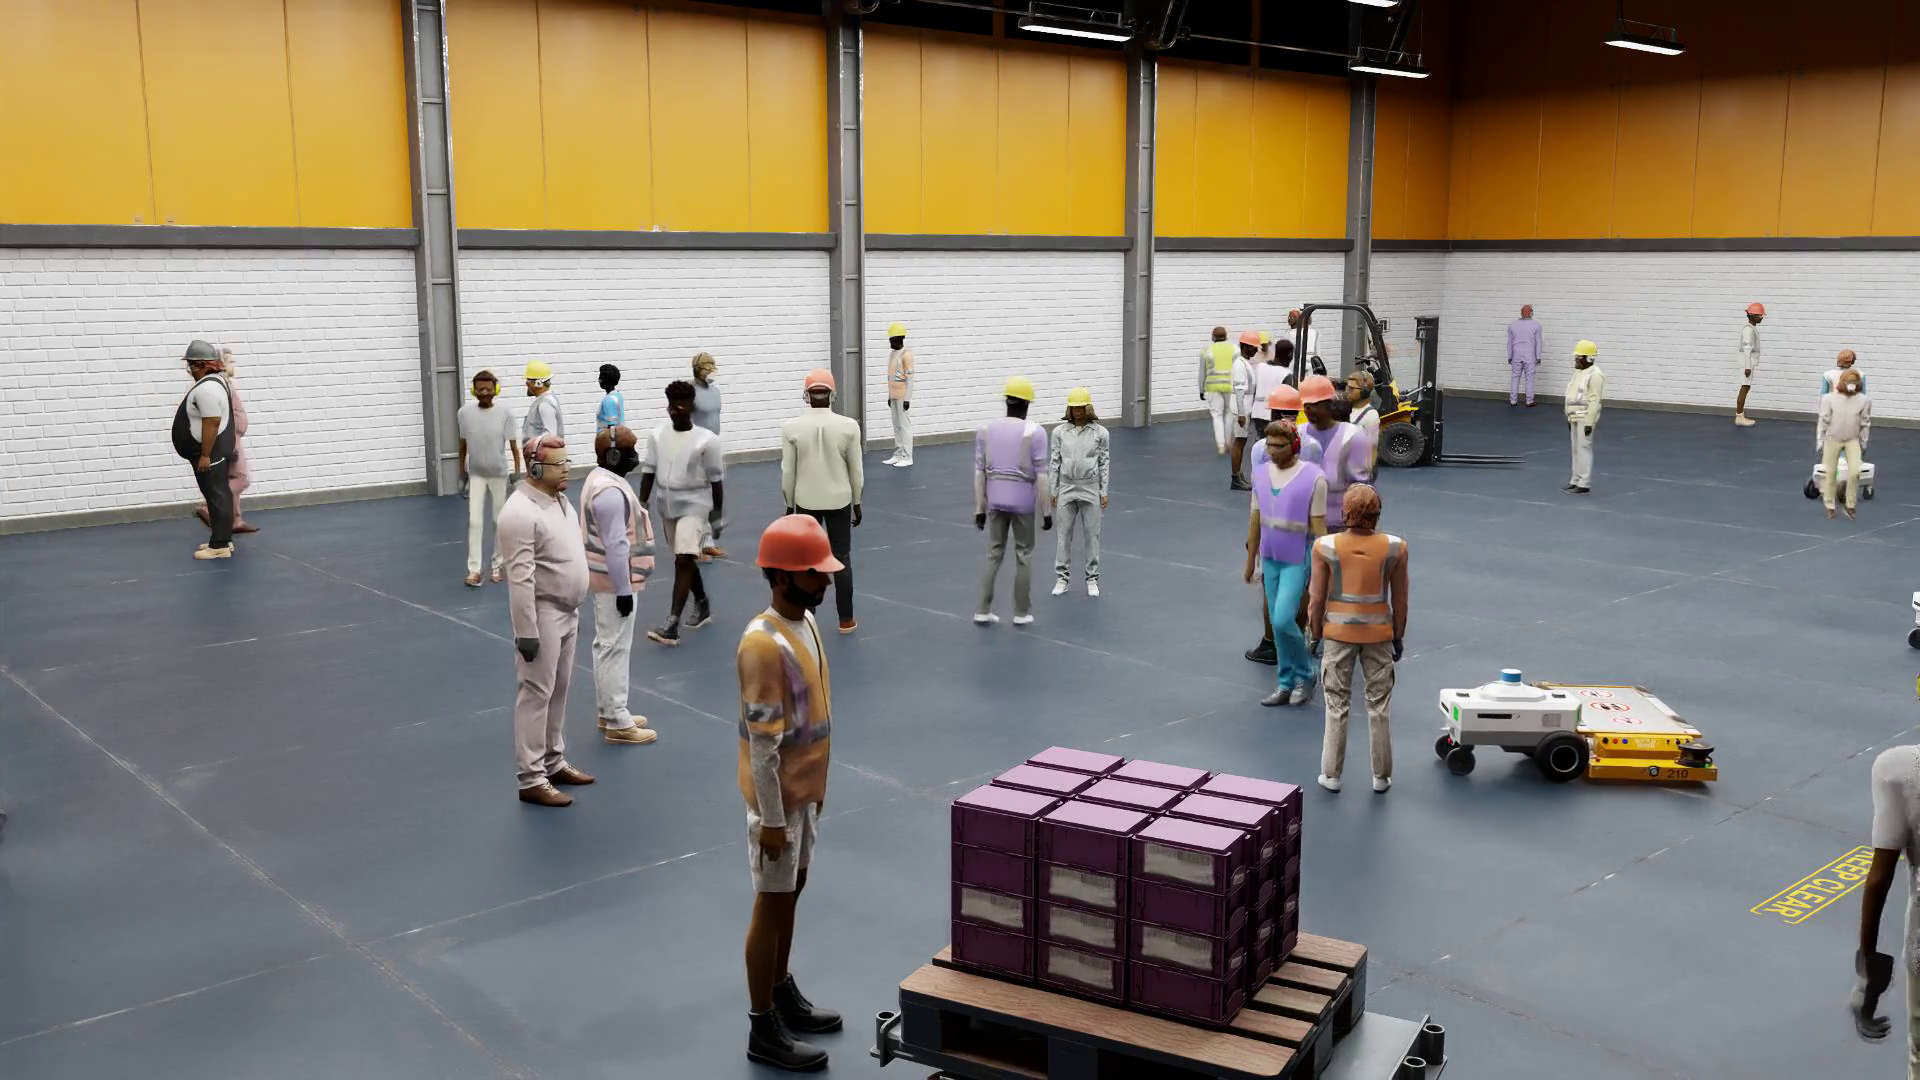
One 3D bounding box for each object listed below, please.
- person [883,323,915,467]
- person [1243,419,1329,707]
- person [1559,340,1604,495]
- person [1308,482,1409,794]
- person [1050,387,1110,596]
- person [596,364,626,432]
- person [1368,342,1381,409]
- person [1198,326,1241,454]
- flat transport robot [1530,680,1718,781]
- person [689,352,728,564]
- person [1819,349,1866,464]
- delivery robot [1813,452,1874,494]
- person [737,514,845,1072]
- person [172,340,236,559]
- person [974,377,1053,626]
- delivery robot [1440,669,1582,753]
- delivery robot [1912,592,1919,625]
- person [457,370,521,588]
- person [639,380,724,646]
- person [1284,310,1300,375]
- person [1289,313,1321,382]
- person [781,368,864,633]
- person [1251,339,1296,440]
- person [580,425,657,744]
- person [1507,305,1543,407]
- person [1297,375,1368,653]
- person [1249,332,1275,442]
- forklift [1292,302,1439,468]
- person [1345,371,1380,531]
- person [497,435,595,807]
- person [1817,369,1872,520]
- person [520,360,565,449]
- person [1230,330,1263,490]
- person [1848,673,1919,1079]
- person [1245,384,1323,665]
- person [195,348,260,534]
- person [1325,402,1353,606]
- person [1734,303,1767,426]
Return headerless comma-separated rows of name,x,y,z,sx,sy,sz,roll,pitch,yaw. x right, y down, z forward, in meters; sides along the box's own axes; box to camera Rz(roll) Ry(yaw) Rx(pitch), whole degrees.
person,-0.825,-1.944,22.304,0.373,1.924,0.594,-5,11,-26
person,2.026,0.153,10.316,0.456,1.818,0.617,-7,12,-36
person,7.361,-1.449,19.678,0.403,1.830,0.595,0,10,0
person,2.076,0.520,8.706,0.515,1.641,0.315,1,10,8
person,0.987,-0.398,13.782,0.493,1.743,0.301,1,10,8
person,-3.642,-0.994,17.412,0.318,1.697,0.533,-1,10,-4
person,6.155,-2.100,24.187,0.737,1.604,0.505,0,10,1
person,3.732,-2.165,23.951,0.637,1.801,0.873,0,10,-1
flat transport robot,3.747,1.067,9.514,0.652,0.197,1.431,1,10,5
person,-2.375,-0.759,15.332,0.354,1.936,0.635,4,10,21
person,11.156,-1.589,21.056,0.515,1.641,0.315,8,12,38
delivery robot,10.197,-0.774,19.187,0.707,0.478,0.477,-5,11,-28
person,-0.578,0.865,5.824,0.379,1.936,0.548,2,10,10
person,-7.070,-0.849,15.555,0.536,2.000,0.676,-3,10,-15
person,0.413,-0.275,12.635,0.628,1.893,0.458,5,11,28
delivery robot,3.003,0.949,9.097,0.707,0.478,0.477,0,10,3
delivery robot,7.138,0.500,11.728,0.707,0.478,0.477,2,10,11
person,-4.011,-0.506,14.132,0.560,1.838,0.782,-1,10,-8
person,-2.069,-0.216,12.228,0.614,1.916,0.993,5,11,27
person,5.742,-3.024,28.748,0.355,1.885,0.575,-4,10,-21
person,5.812,-2.915,28.108,0.584,1.882,0.337,-3,10,-17
person,-1.018,-0.283,12.385,0.609,1.992,0.383,-1,10,-4
person,3.523,-1.327,18.873,0.366,1.888,0.638,-6,11,-30
person,-1.988,0.253,9.686,0.430,1.845,0.621,-3,10,-16
person,10.578,-3.444,31.142,0.647,1.908,0.409,7,12,34
person,2.584,-0.164,11.716,0.622,2.001,0.720,6,11,32
person,4.554,-2.234,24.666,0.559,1.701,0.777,1,10,5
forklift,5.320,-2.157,22.763,2.313,2.155,1.214,3,10,16
person,3.381,-0.517,14.182,0.346,1.847,0.507,-2,10,-10
person,-2.119,0.403,8.618,0.403,1.906,0.652,1,10,7
person,9.445,-1.017,17.792,0.520,1.618,0.533,3,10,18
person,-3.963,-0.792,15.831,0.404,1.833,0.591,-3,10,-15
person,3.450,-1.568,20.095,0.368,1.929,0.542,3,10,16
person,2.775,1.168,4.457,0.674,1.801,0.949,6,11,30
person,2.216,-0.104,11.495,0.548,1.938,0.358,-4,11,-24
person,-7.404,-0.978,16.726,0.514,1.894,0.663,-6,12,-33
person,2.805,-0.266,13.202,0.644,1.670,0.544,-1,10,-8
person,13.153,-2.917,27.660,0.389,2.039,0.616,5,11,27
